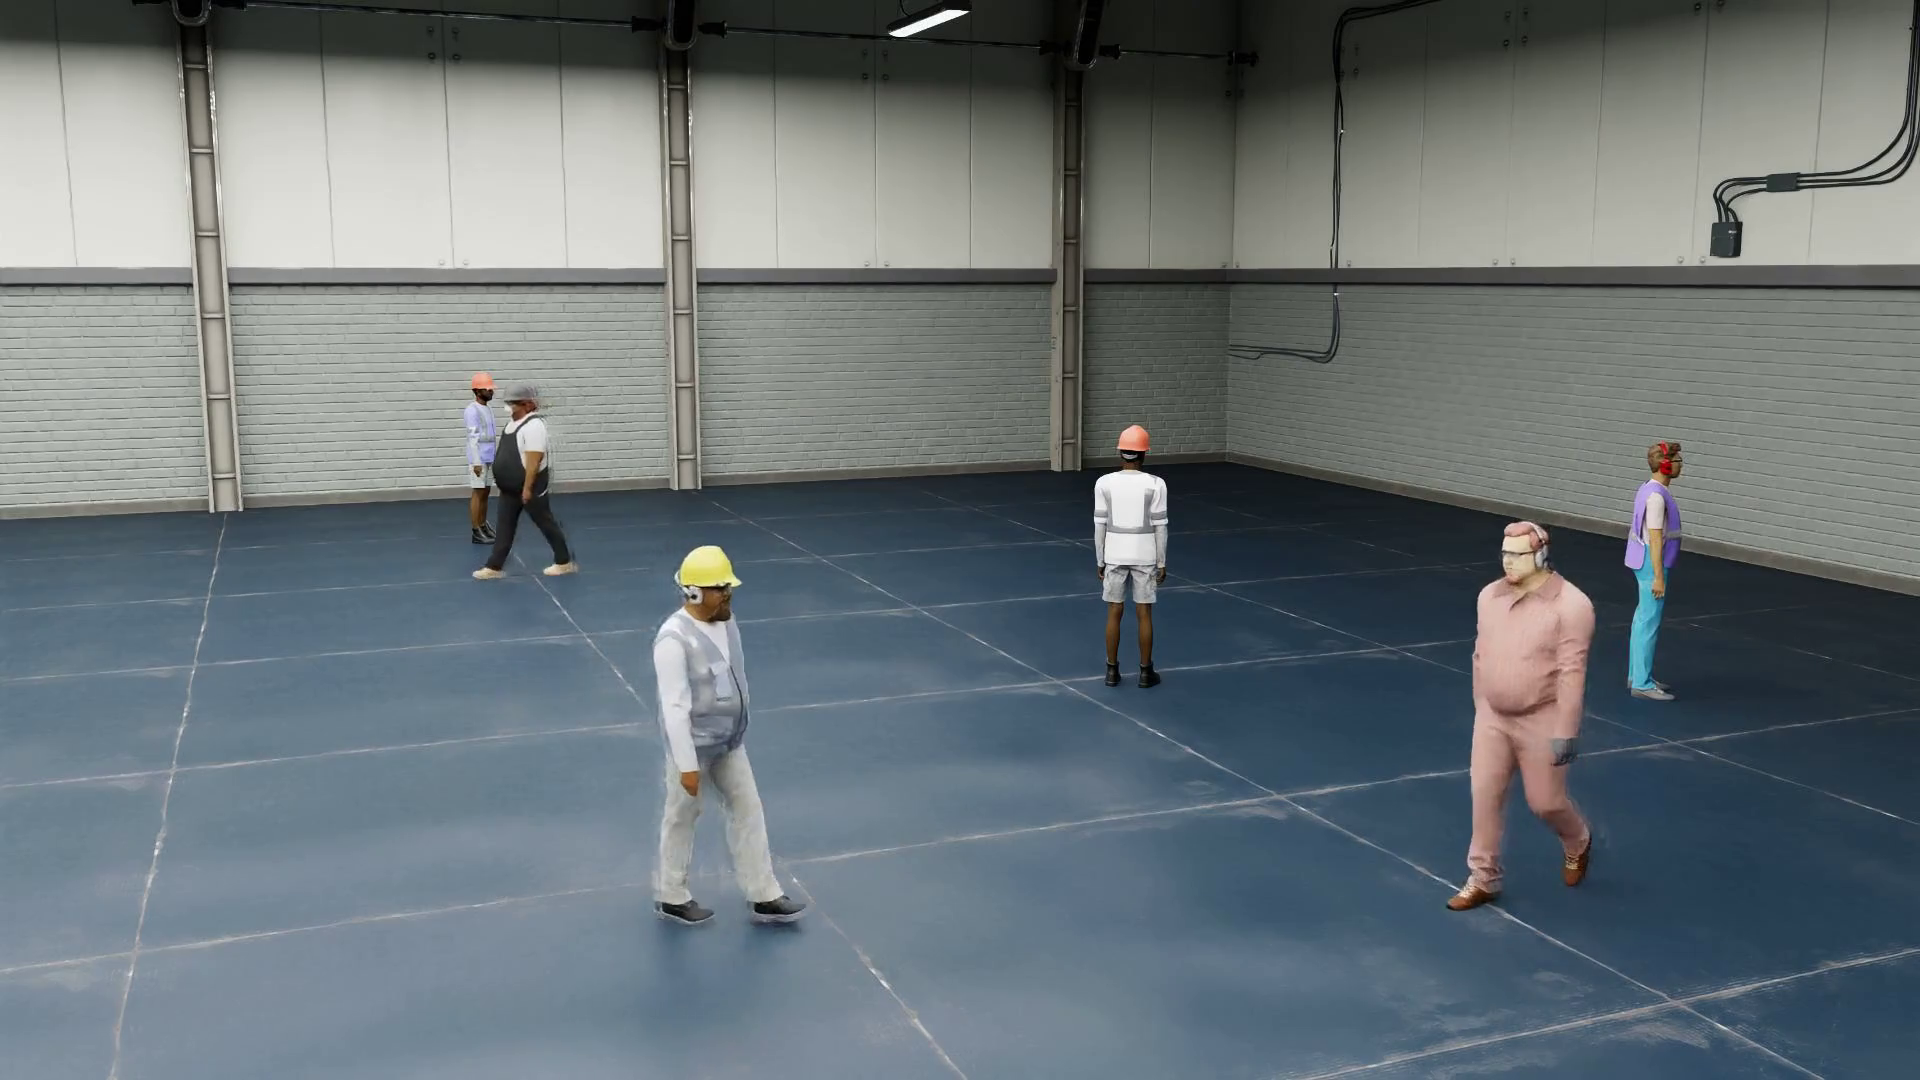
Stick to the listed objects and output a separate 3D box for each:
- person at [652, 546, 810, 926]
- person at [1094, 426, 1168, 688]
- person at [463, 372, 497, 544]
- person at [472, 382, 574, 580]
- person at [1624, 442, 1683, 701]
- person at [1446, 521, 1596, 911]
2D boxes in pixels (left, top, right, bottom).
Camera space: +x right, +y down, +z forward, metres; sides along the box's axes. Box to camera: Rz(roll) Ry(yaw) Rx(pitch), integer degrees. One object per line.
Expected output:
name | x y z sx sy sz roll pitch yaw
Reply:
person | -1.066 0.928 7.616 0.819 1.803 0.626 4 10 24
person | 1.262 0.127 12.243 0.547 1.938 0.359 3 9 16
person | -5.390 -0.925 18.845 0.366 1.939 0.542 1 9 4
person | -4.356 -0.622 16.621 1.011 2.000 0.693 -7 11 -37
person | 4.981 0.215 11.958 0.383 1.849 0.570 3 10 18
person | 2.739 0.834 7.991 0.787 1.881 0.648 -7 12 -38
